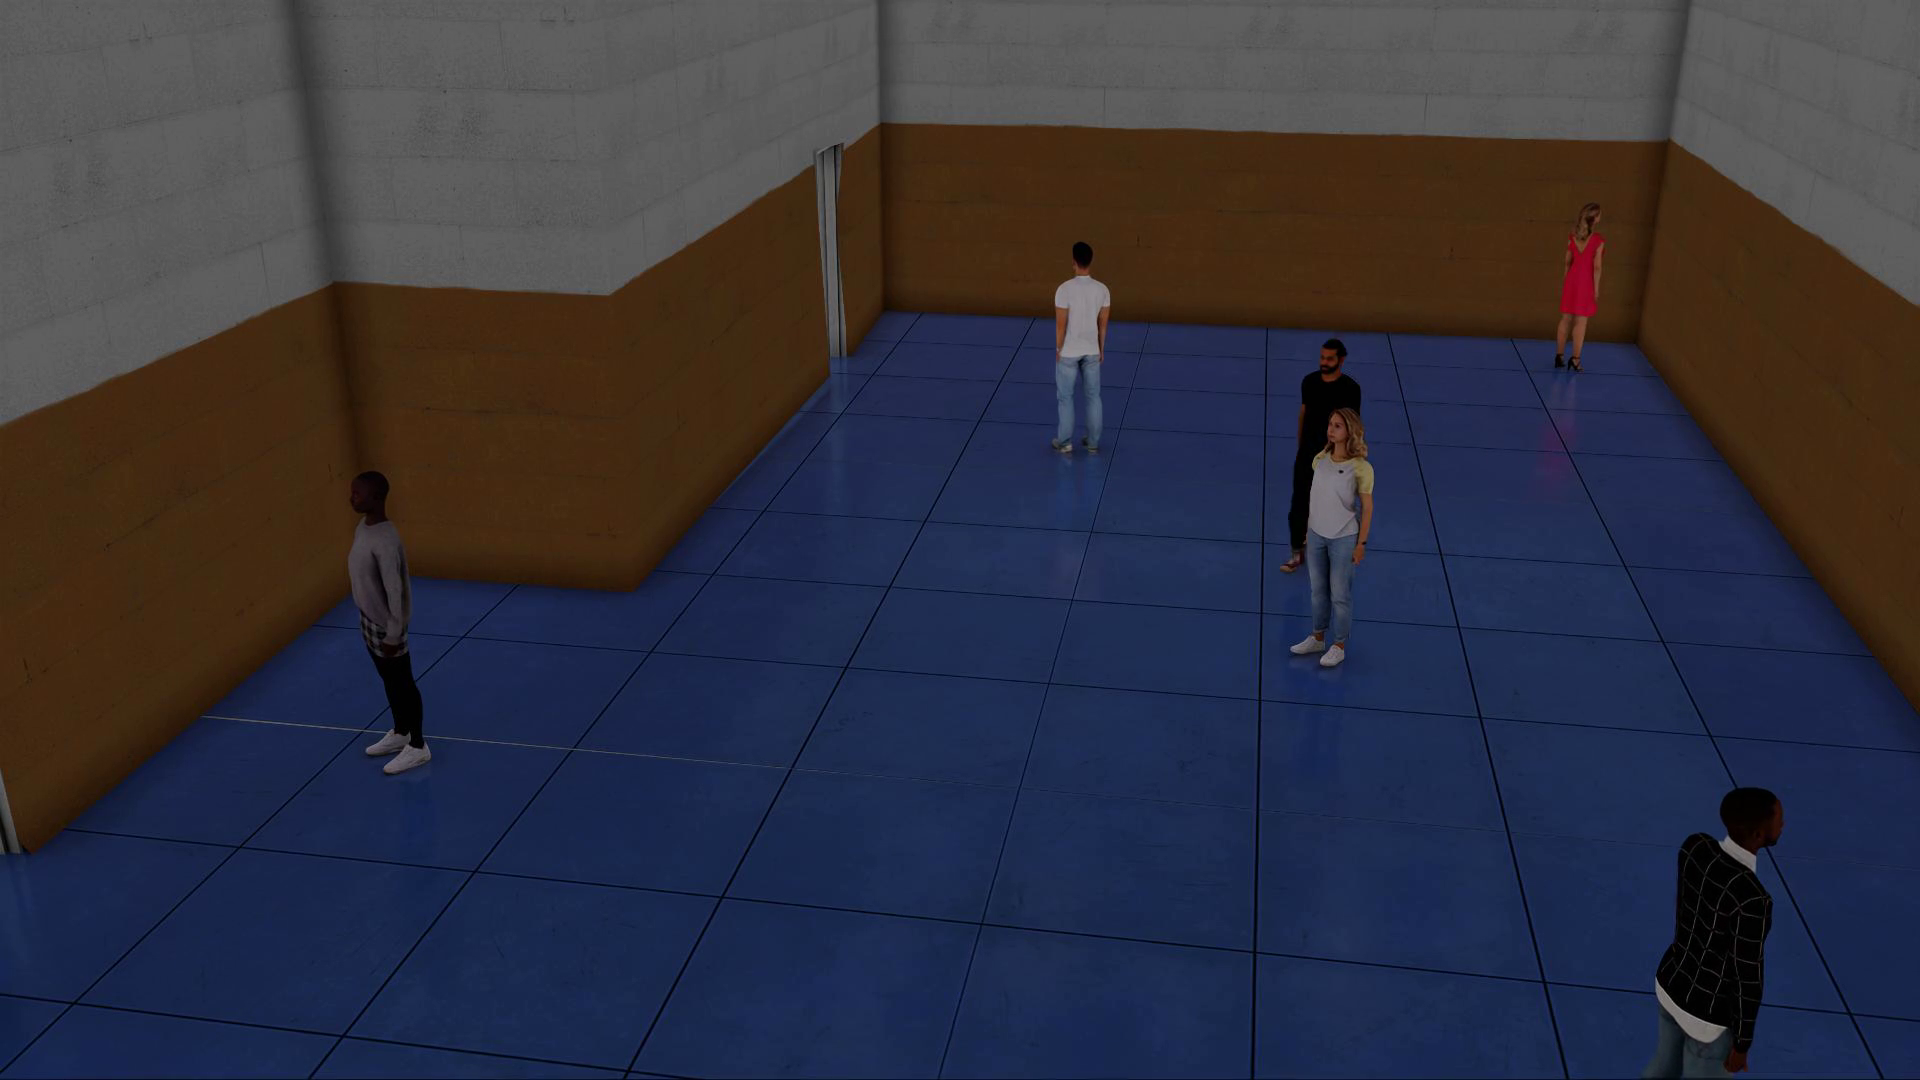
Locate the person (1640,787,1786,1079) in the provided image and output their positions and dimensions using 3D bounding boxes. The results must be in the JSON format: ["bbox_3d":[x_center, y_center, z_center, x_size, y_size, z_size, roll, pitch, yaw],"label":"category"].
[{"bbox_3d":[2.754,1.712,6.205,0.675,1.819,0.718,-3,22,-9],"label":"person"}]

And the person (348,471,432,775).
[{"bbox_3d":[-3.238,0.448,9.412,0.754,1.772,0.683,-16,27,-35],"label":"person"}]

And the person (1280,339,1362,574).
[{"bbox_3d":[2.697,-0.629,12.132,0.865,1.743,0.897,15,27,33],"label":"person"}]

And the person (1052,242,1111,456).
[{"bbox_3d":[1.047,-1.674,14.576,0.702,1.860,0.818,-8,23,-20],"label":"person"}]

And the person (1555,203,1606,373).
[{"bbox_3d":[6.355,-2.601,17.061,0.711,1.728,0.662,-13,25,-29],"label":"person"}]

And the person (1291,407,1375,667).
[{"bbox_3d":[2.401,-0.023,10.631,0.768,1.722,0.690,-17,27,-36],"label":"person"}]
